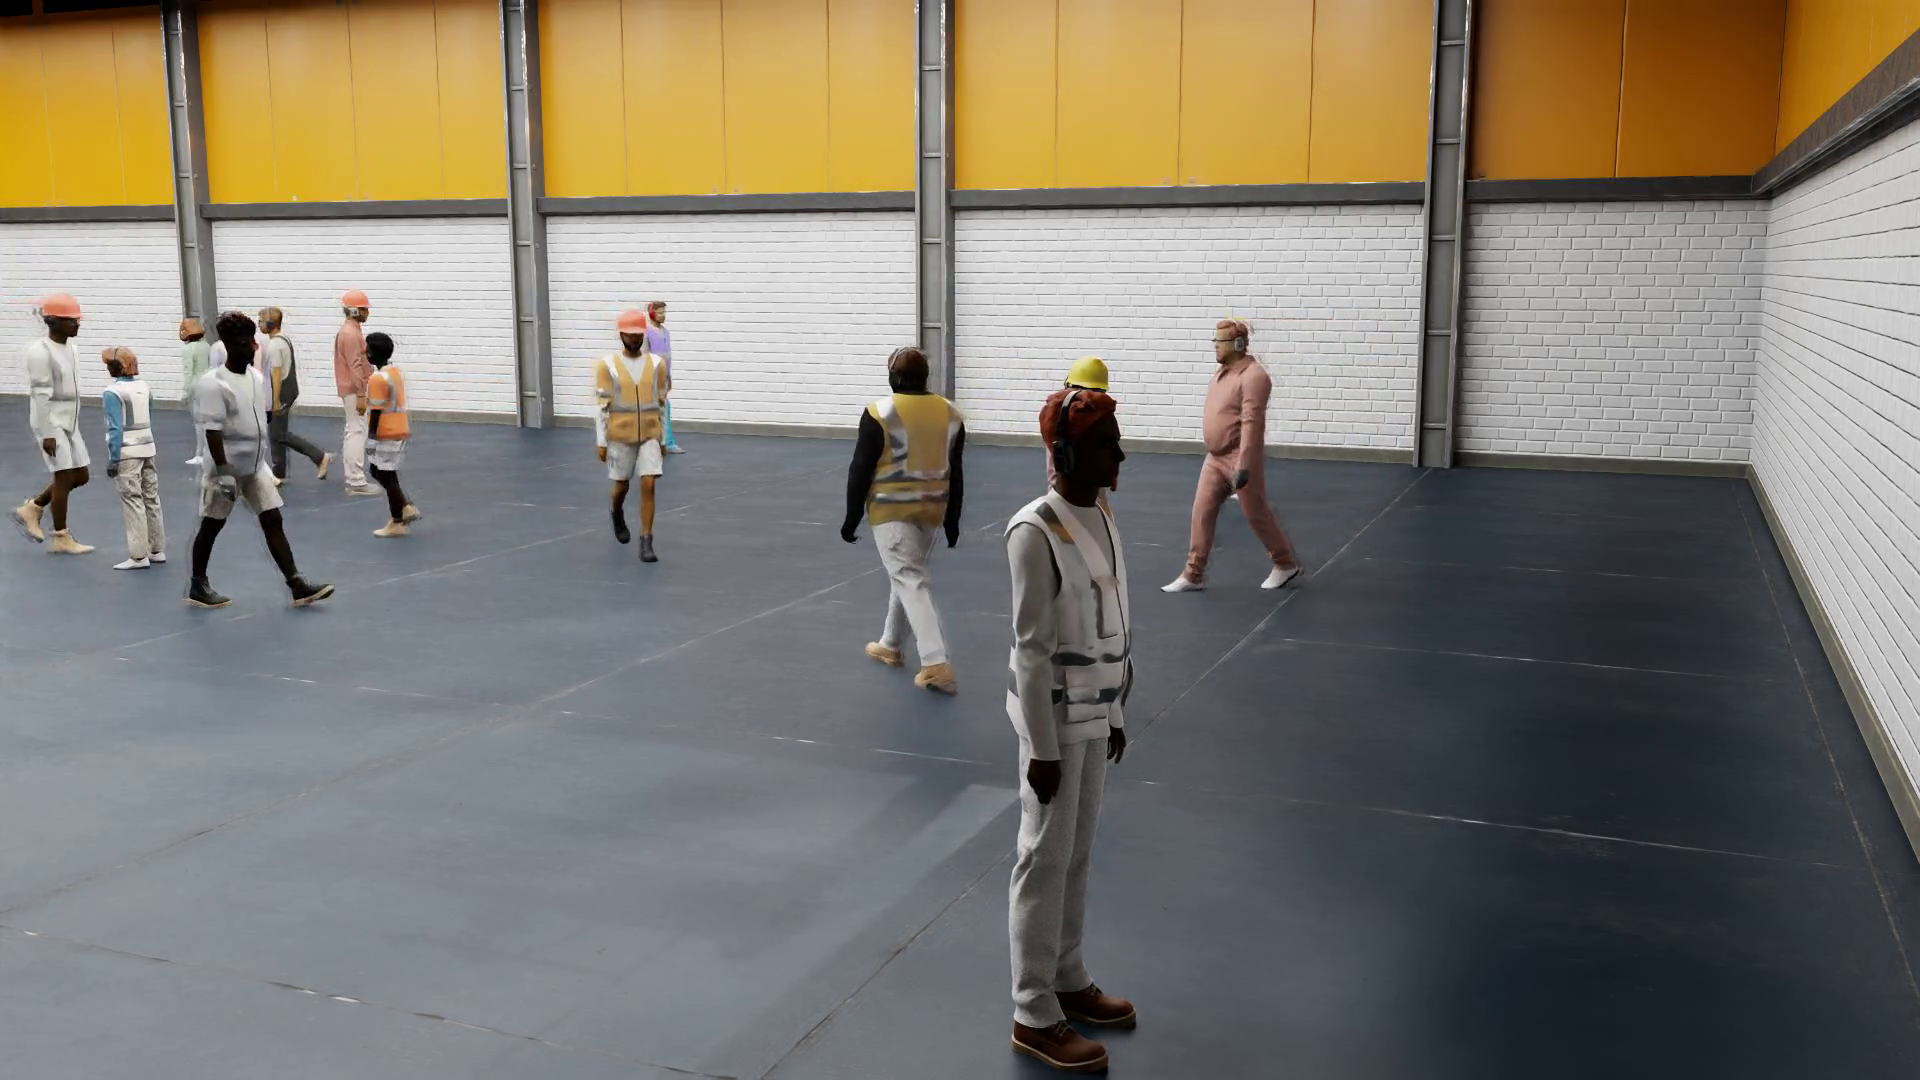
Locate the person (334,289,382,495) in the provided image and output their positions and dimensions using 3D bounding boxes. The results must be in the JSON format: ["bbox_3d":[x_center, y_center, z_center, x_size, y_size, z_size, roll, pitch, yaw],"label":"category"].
[{"bbox_3d":[-5.847,-1.424,16.175,0.415,1.994,0.634,-5,11,-27],"label":"person"}]

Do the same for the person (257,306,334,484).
[{"bbox_3d":[-6.759,-1.441,16.770,0.700,1.827,0.515,-2,10,-13],"label":"person"}]

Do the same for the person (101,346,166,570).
[{"bbox_3d":[-6.075,-0.601,12.202,0.310,1.636,0.523,1,9,4],"label":"person"}]

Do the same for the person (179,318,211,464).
[{"bbox_3d":[-8.575,-1.672,18.702,0.279,1.633,0.497,1,9,7],"label":"person"}]

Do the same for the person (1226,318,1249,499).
[{"bbox_3d":[2.537,-1.240,15.805,0.709,1.717,0.494,1,9,7],"label":"person"}]

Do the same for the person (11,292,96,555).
[{"bbox_3d":[-6.965,-0.882,12.760,0.650,2.026,0.605,0,9,1],"label":"person"}]

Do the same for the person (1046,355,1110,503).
[{"bbox_3d":[0.630,-0.069,8.600,0.329,1.765,0.526,7,12,36],"label":"person"}]

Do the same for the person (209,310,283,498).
[{"bbox_3d":[-6.716,-1.254,15.641,0.850,1.816,0.634,5,10,26],"label":"person"}]

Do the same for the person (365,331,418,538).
[{"bbox_3d":[-4.684,-0.849,13.537,0.371,1.682,0.552,-1,9,-5],"label":"person"}]

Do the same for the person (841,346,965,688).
[{"bbox_3d":[-0.273,-0.135,8.903,0.628,1.799,0.955,-7,12,-37],"label":"person"}]

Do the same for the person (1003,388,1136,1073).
[{"bbox_3d":[0.318,0.518,4.681,0.354,1.883,0.573,4,10,23],"label":"person"}]

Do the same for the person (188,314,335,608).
[{"bbox_3d":[-4.602,-0.486,10.686,1.011,1.905,0.620,3,10,16],"label":"person"}]

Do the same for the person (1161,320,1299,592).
[{"bbox_3d":[1.902,-0.560,11.302,0.970,1.868,0.652,-4,10,-22],"label":"person"}]

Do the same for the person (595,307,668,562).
[{"bbox_3d":[-2.500,-0.815,12.677,0.556,1.915,0.812,-4,10,-23],"label":"person"}]

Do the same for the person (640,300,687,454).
[{"bbox_3d":[-3.646,-1.930,19.722,0.835,1.821,0.573,3,10,19],"label":"person"}]
